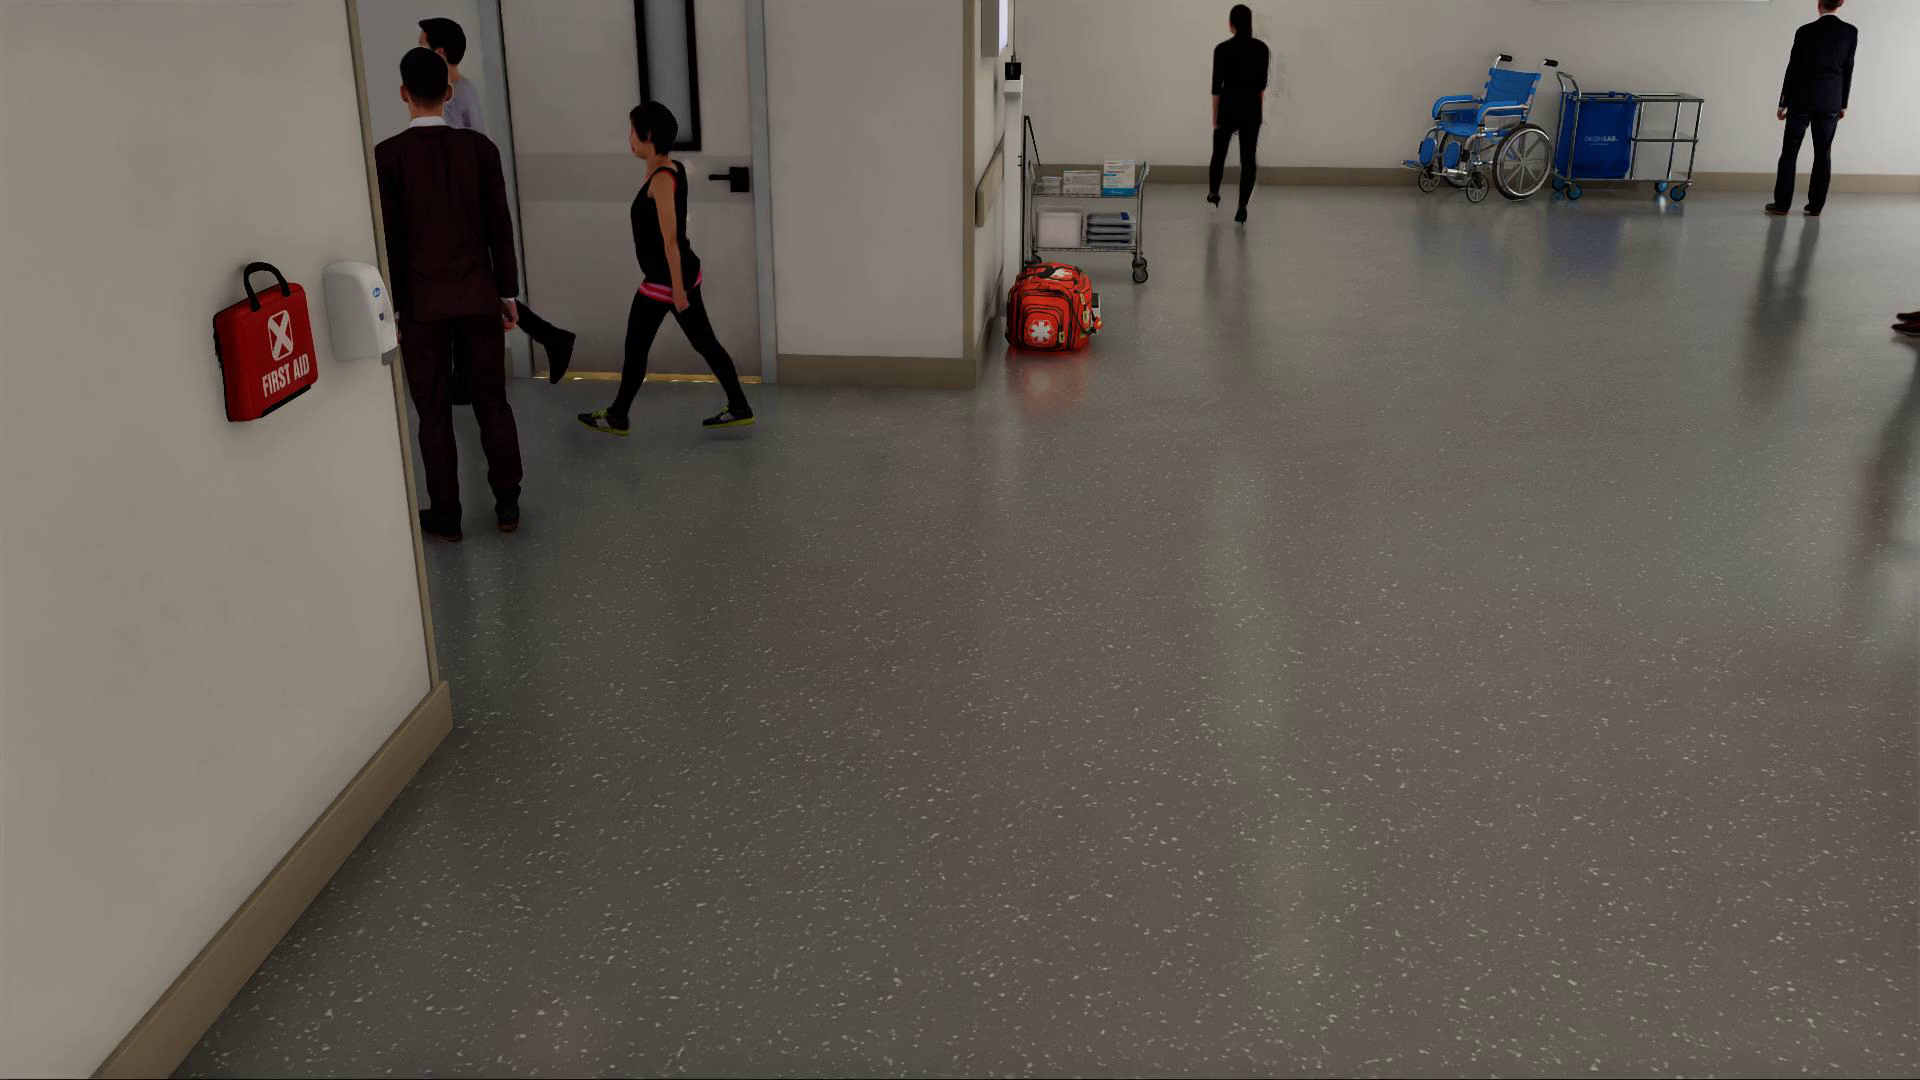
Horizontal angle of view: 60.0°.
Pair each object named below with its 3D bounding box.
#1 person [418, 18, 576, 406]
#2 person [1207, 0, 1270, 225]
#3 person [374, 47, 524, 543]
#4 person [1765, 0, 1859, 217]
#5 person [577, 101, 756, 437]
[{"bbox_3d":[-2.314,-1.552,8.061,0.795,1.846,0.971,0,21,-1],"label":"person"},{"bbox_3d":[2.176,-3.259,12.879,0.645,1.626,1.034,0,21,0],"label":"person"},{"bbox_3d":[-1.958,-0.920,6.367,0.777,1.864,0.796,-12,24,-29],"label":"person"},{"bbox_3d":[6.862,-3.539,13.355,0.680,1.812,0.602,3,21,9],"label":"person"},{"bbox_3d":[-1.241,-1.183,7.563,0.635,1.509,0.972,1,21,2],"label":"person"}]
